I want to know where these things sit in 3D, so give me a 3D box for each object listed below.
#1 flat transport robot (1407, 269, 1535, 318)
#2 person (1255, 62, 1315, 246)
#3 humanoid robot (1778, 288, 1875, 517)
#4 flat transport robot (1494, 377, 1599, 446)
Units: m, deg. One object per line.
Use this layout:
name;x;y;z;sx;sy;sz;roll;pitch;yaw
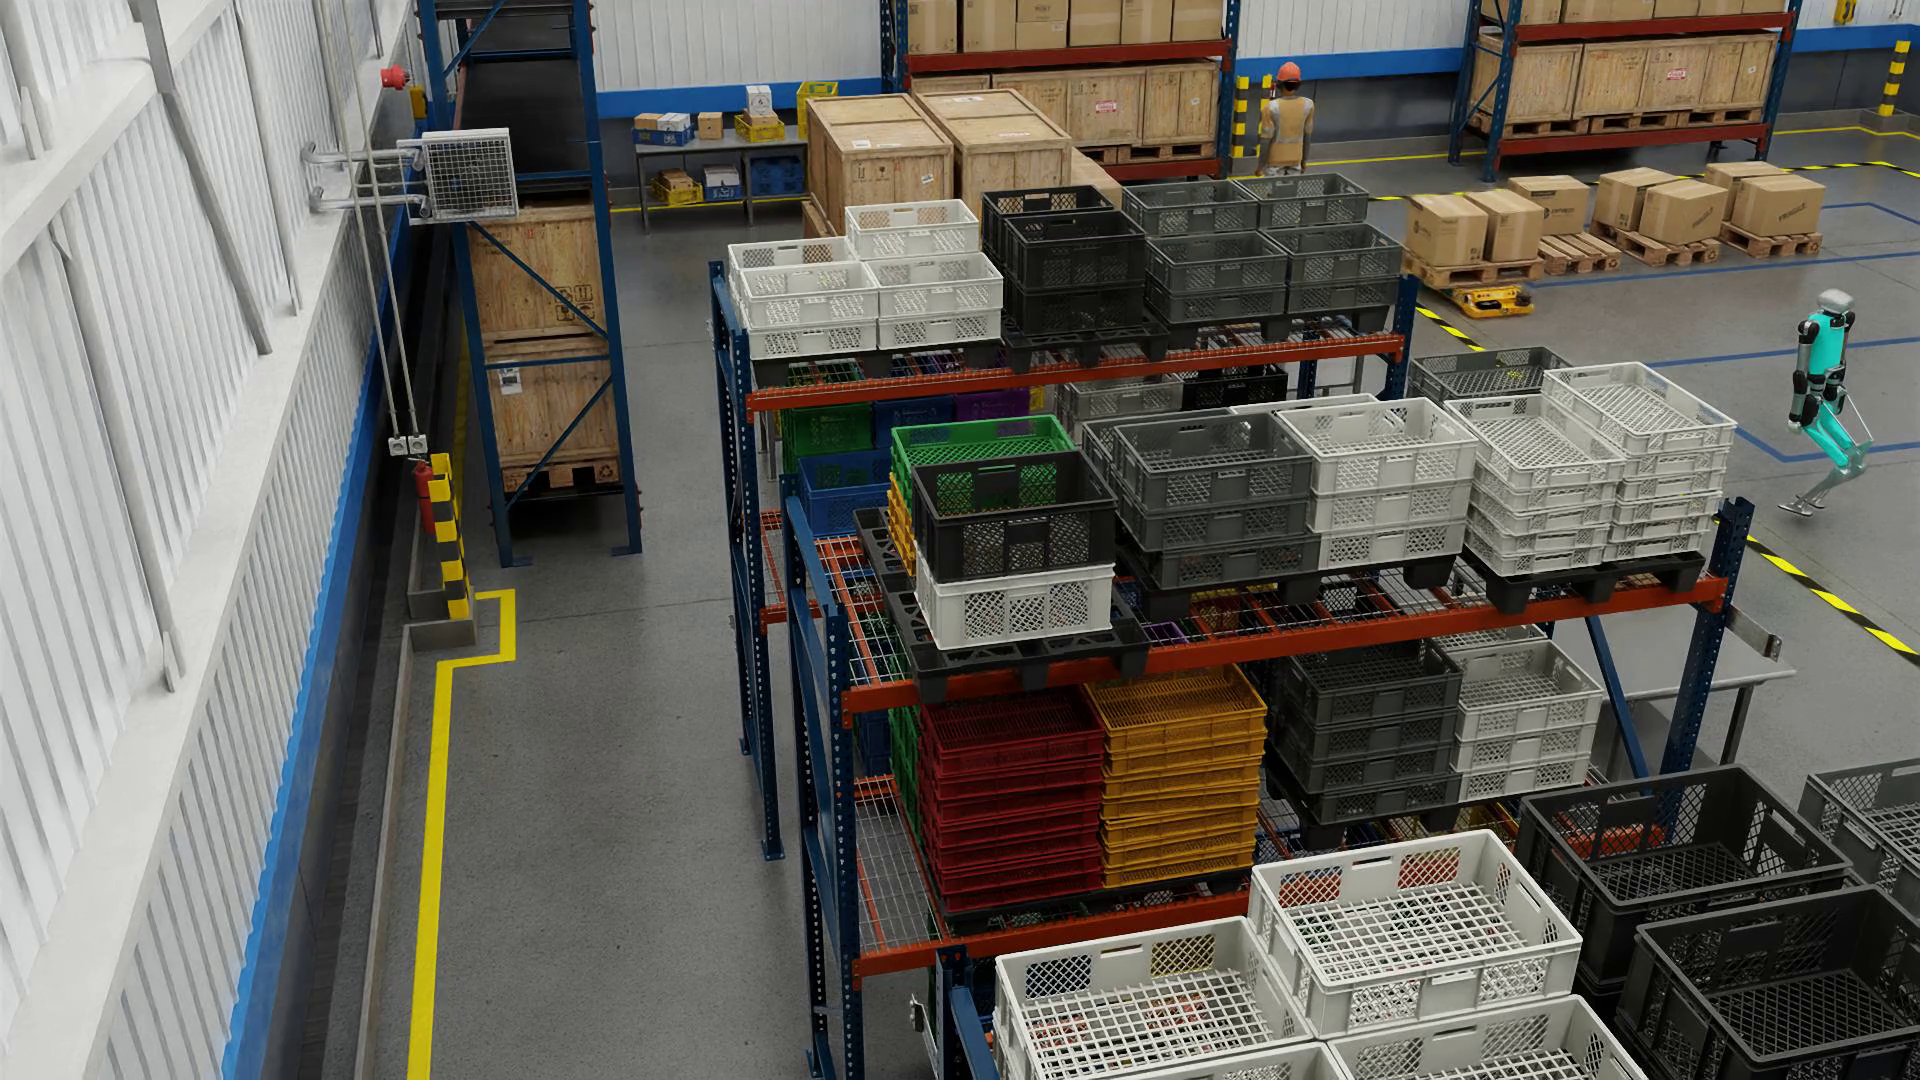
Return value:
flat transport robot;5.207;-2.618;16.985;0.652;0.197;1.431;-6;28;-12
person;3.475;-4.109;17.940;0.605;2.045;0.376;-8;29;-14
humanoid robot;6.402;-0.946;12.118;0.533;1.681;0.735;-16;32;-27
flat transport robot;4.780;-1.036;14.013;0.659;0.231;1.431;-6;28;-12
